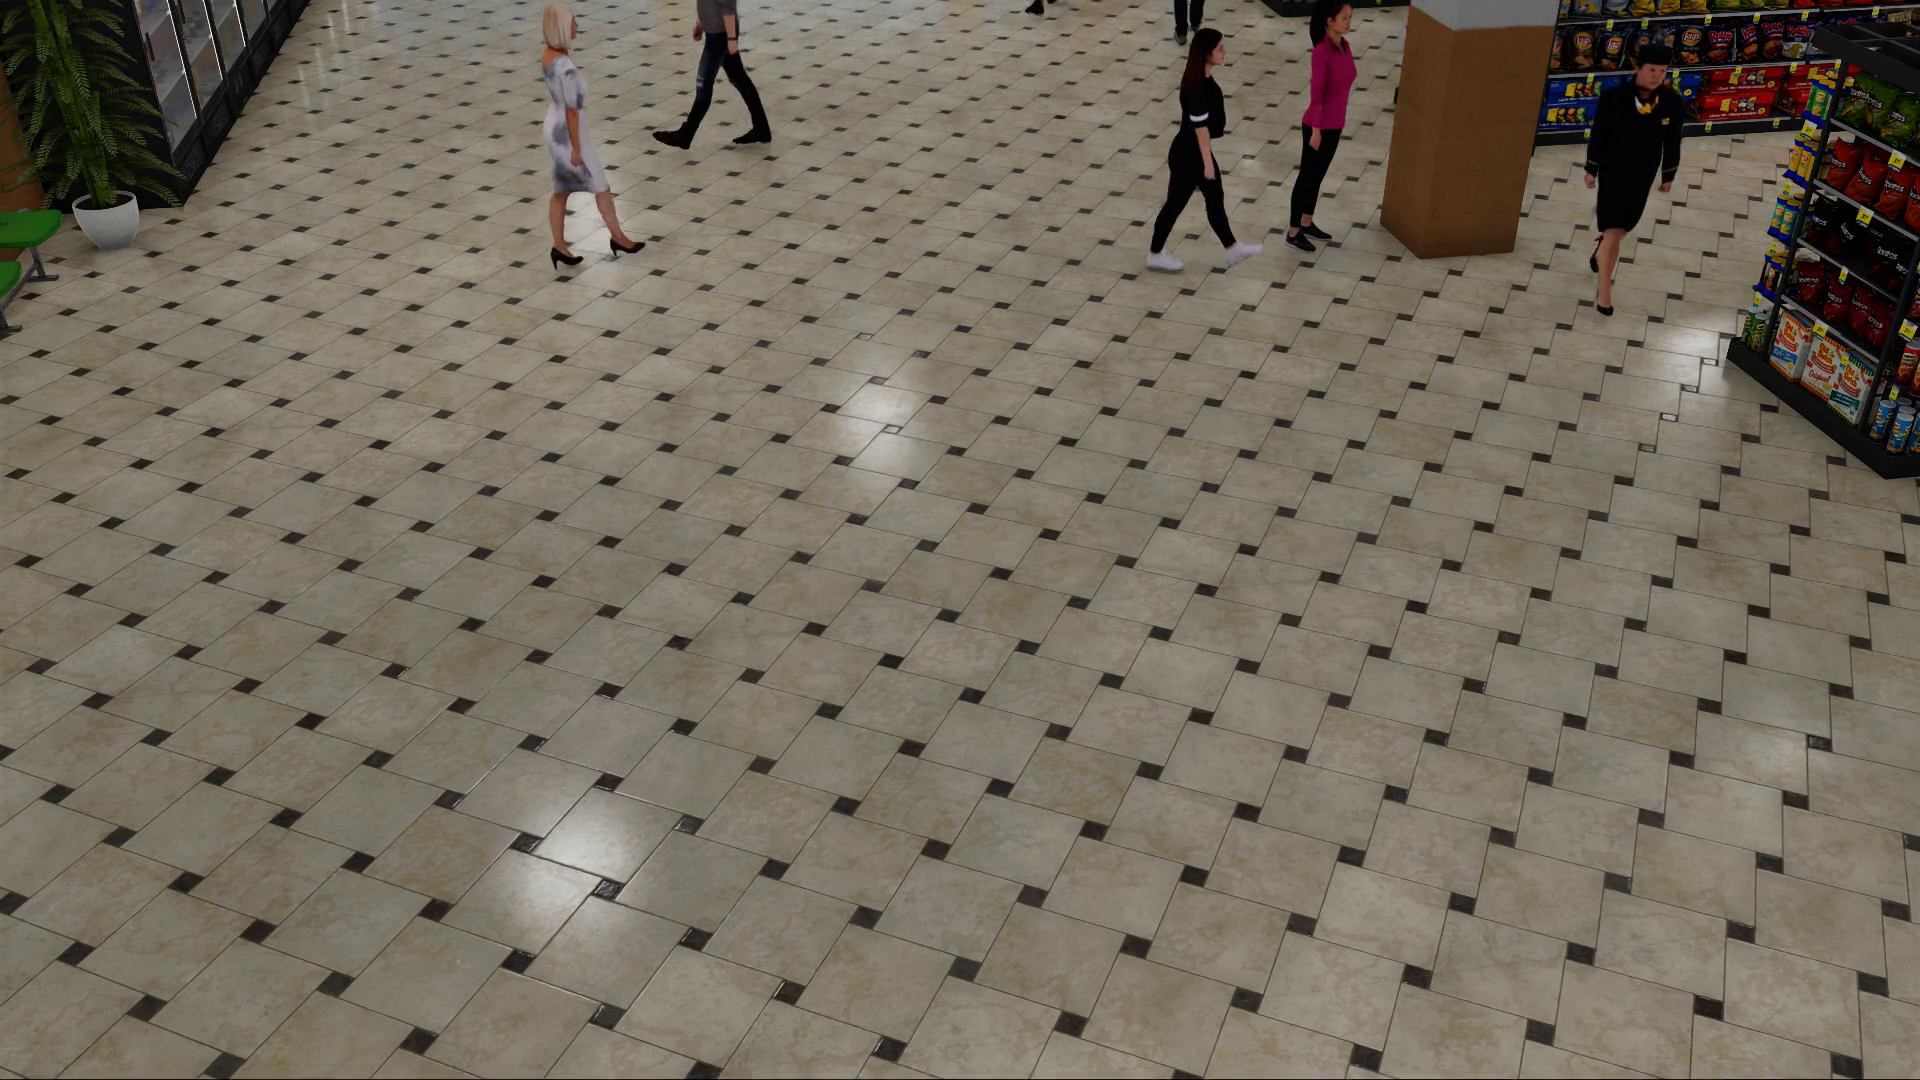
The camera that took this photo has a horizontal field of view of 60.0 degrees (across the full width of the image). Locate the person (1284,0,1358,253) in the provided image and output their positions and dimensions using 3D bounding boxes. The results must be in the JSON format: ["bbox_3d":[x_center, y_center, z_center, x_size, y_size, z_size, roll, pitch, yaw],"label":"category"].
[{"bbox_3d":[2.450,-2.822,11.270,0.746,1.698,0.685,20,37,29],"label":"person"}]

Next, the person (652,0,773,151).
[{"bbox_3d":[-1.760,-3.931,12.899,1.173,1.859,0.737,-7,33,-11],"label":"person"}]

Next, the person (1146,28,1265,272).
[{"bbox_3d":[1.439,-2.503,10.842,1.084,1.608,0.825,4,32,7],"label":"person"}]

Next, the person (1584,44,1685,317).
[{"bbox_3d":[4.186,-2.295,10.475,1.114,1.643,0.998,5,32,8],"label":"person"}]

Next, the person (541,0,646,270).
[{"bbox_3d":[-2.637,-2.597,10.883,0.971,1.725,0.826,-23,39,-32],"label":"person"}]

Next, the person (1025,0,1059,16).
[{"bbox_3d":[0.944,-6.236,16.641,1.230,1.819,1.256,18,36,26],"label":"person"}]
